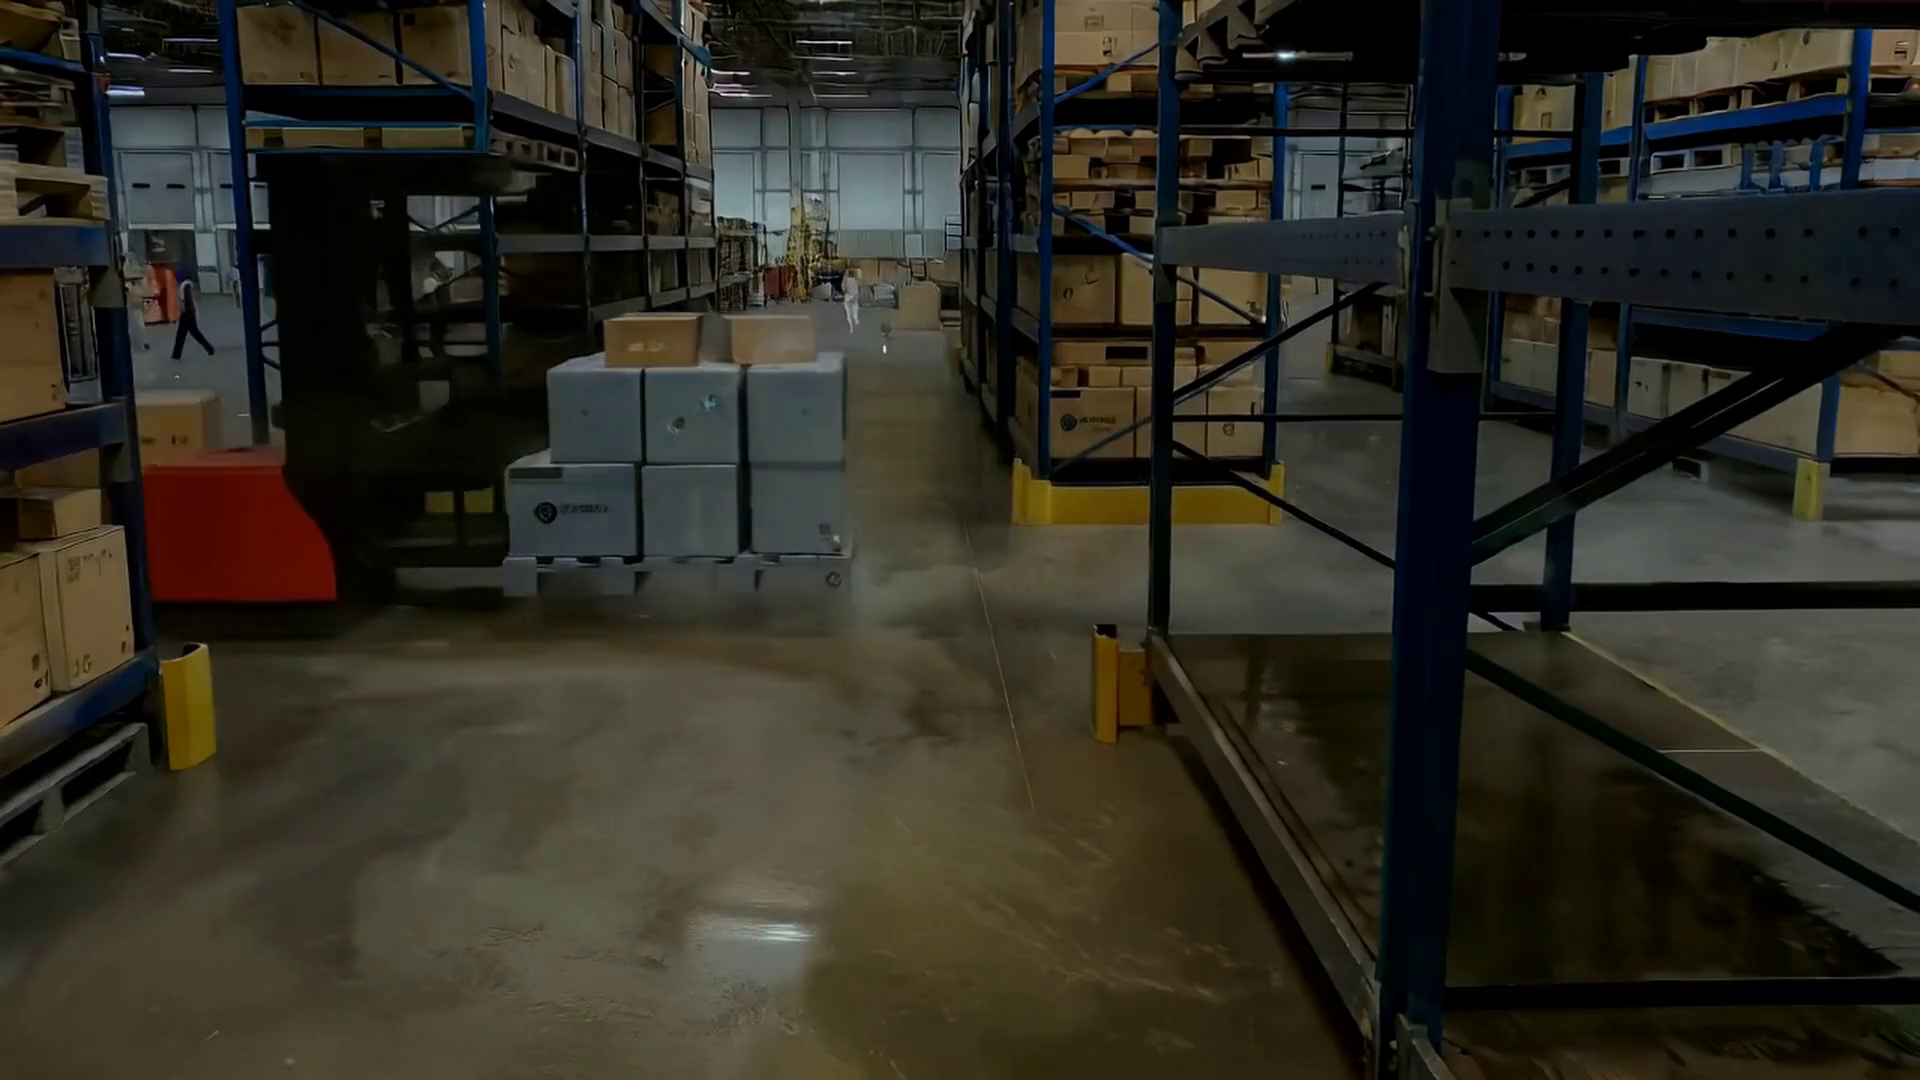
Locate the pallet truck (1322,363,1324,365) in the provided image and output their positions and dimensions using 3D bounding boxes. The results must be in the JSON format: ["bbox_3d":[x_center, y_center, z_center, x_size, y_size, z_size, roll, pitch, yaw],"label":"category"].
[{"bbox_3d":[7.712,-4.157,30.737,1.885,1.965,0.823,3,11,16],"label":"pallet truck"}]

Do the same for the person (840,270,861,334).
[{"bbox_3d":[-2.819,-6.114,42.690,0.513,1.612,0.691,-3,11,-17],"label":"person"}]

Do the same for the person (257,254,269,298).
[{"bbox_3d":[-29.137,-11.048,69.338,0.383,1.921,0.586,-9,14,-41],"label":"person"}]

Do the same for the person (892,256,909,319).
[{"bbox_3d":[-1.710,-7.312,48.552,0.582,1.919,0.399,7,12,32],"label":"person"}]

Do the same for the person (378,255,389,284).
[{"bbox_3d":[-19.717,-8.801,56.916,1.005,1.889,0.656,-5,11,-26],"label":"person"}]

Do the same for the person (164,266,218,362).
[{"bbox_3d":[-15.134,-4.436,32.658,0.993,1.877,0.610,-7,12,-33],"label":"person"}]

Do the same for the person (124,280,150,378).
[{"bbox_3d":[-12.304,-2.952,24.578,0.590,1.790,0.887,-2,10,-9],"label":"person"}]

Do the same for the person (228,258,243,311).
[{"bbox_3d":[-24.355,-8.619,56.151,0.623,1.805,0.925,-6,12,-29],"label":"person"}]

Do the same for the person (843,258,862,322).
[{"bbox_3d":[-3.127,-7.274,48.456,0.576,1.877,0.349,-4,11,-23],"label":"person"}]

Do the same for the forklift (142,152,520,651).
[{"bbox_3d":[-3.706,-0.833,9.761,1.873,2.768,1.129,-1,10,-3],"label":"forklift"}]

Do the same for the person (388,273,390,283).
[{"bbox_3d":[-18.695,-8.396,55.222,0.534,1.691,0.321,-8,13,-37],"label":"person"}]

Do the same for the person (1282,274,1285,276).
[{"bbox_3d":[11.870,-9.532,60.955,0.885,1.900,0.643,2,10,9],"label":"person"}]

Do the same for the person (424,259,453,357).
[{"bbox_3d":[-10.101,-4.453,32.270,0.544,2.000,0.708,0,10,0],"label":"person"}]
